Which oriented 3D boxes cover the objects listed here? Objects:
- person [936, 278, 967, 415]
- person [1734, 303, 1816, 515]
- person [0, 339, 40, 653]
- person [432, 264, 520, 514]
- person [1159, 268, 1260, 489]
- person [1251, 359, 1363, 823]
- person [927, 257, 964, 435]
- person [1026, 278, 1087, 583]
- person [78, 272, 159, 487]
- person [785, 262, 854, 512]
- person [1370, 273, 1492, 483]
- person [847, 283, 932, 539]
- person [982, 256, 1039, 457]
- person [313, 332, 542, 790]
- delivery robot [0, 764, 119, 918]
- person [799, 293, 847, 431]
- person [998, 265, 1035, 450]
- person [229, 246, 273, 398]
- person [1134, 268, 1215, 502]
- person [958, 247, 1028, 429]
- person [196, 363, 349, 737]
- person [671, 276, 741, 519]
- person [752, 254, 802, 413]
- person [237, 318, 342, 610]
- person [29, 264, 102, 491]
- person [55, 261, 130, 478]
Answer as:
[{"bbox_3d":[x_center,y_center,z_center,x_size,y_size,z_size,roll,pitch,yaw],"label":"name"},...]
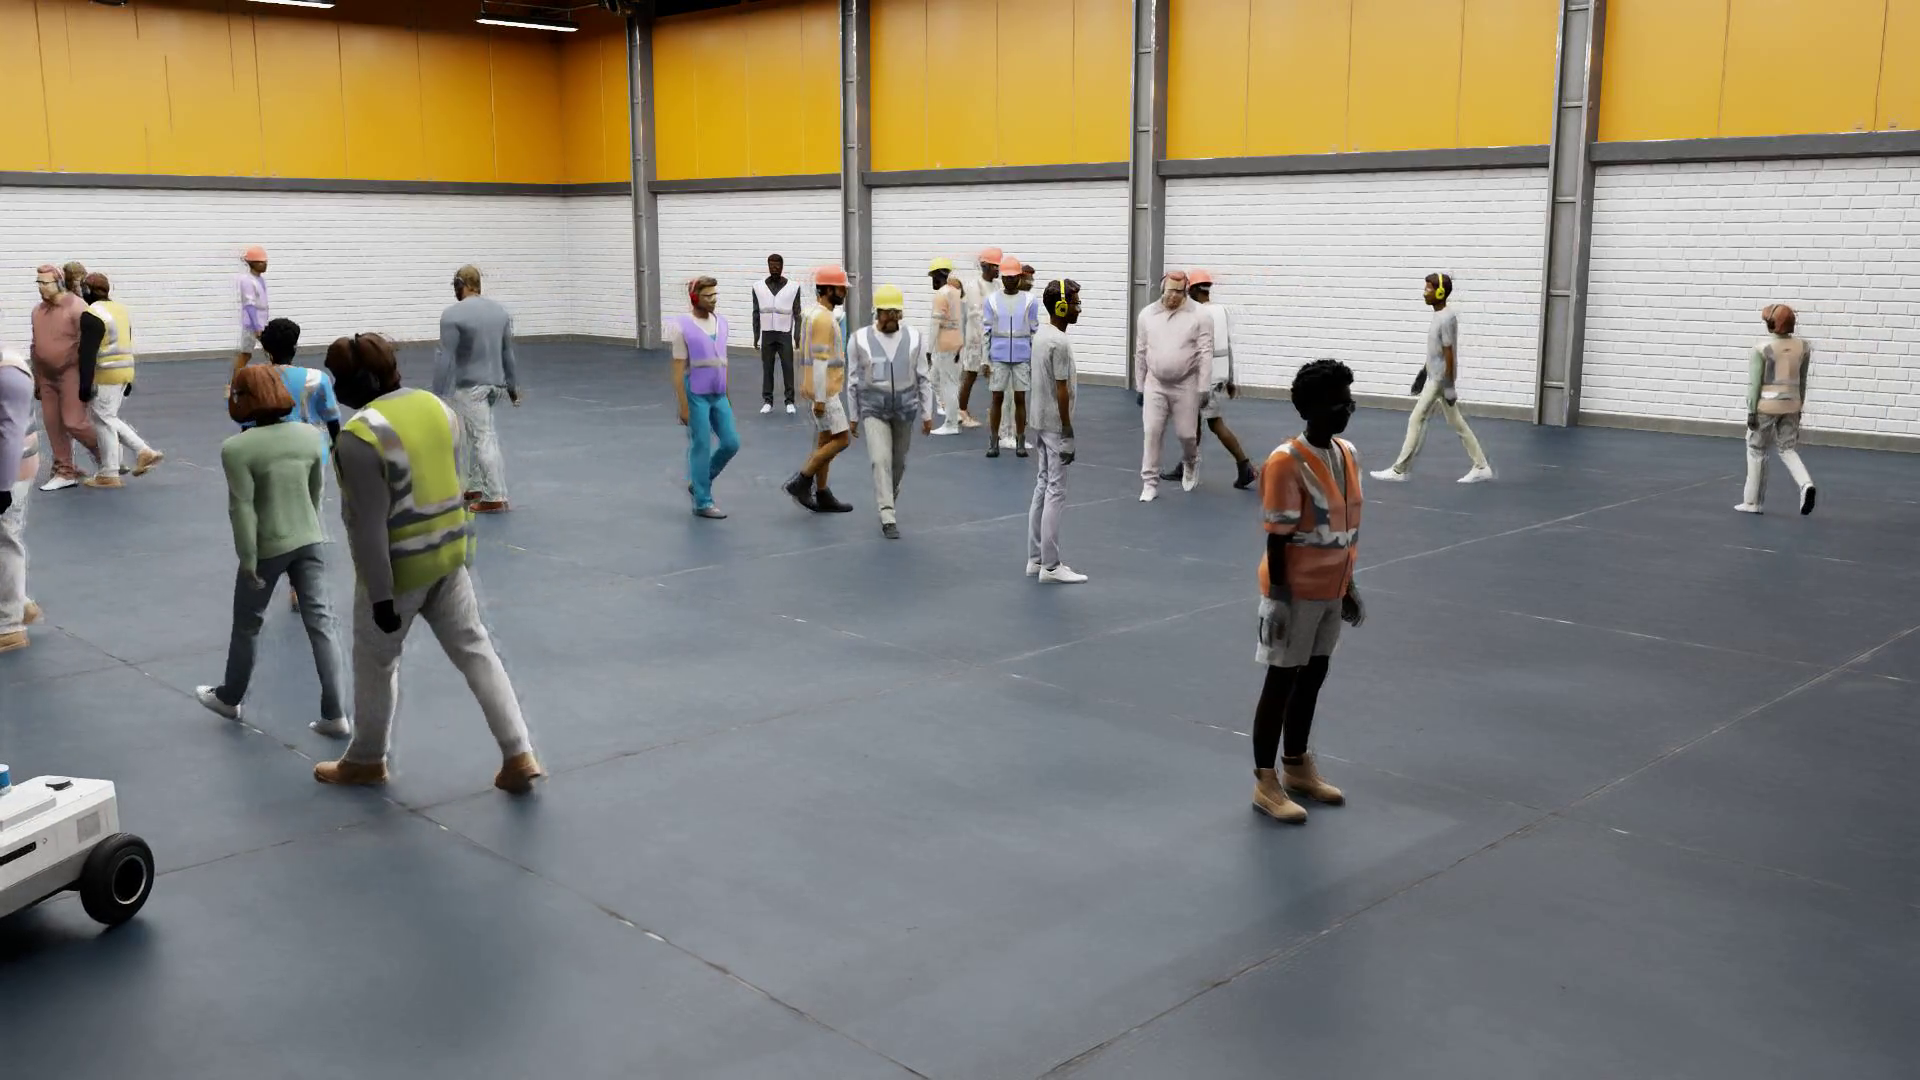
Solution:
[{"bbox_3d":[-0.087,-2.304,19.857,0.524,1.624,0.313,-8,13,-39],"label":"person"},{"bbox_3d":[6.202,-0.970,12.562,0.518,1.621,0.624,-2,11,-9],"label":"person"},{"bbox_3d":[-4.973,-0.335,8.533,0.680,1.831,0.452,9,13,39],"label":"person"},{"bbox_3d":[-3.772,-1.160,12.835,0.737,1.898,0.759,5,12,27],"label":"person"},{"bbox_3d":[2.168,-1.376,14.136,0.992,1.872,0.590,8,13,37],"label":"person"},{"bbox_3d":[1.287,0.180,6.124,0.327,1.693,0.570,10,14,42],"label":"person"},{"bbox_3d":[-0.174,-2.066,17.778,0.416,1.901,0.613,1,10,8],"label":"person"},{"bbox_3d":[0.590,-0.670,10.267,0.310,1.868,0.532,-3,11,-15],"label":"person"},{"bbox_3d":[-7.209,-1.354,14.113,0.505,1.824,0.650,-1,10,-6],"label":"person"},{"bbox_3d":[-1.029,-1.146,12.709,0.467,1.924,0.542,-1,10,-7],"label":"person"},{"bbox_3d":[4.130,-1.375,14.298,1.018,1.814,0.506,3,11,17],"label":"person"},{"bbox_3d":[-0.513,-0.954,12.022,0.603,1.799,0.881,-2,11,-13],"label":"person"},{"bbox_3d":[0.485,-1.753,15.983,0.550,1.935,0.376,0,10,0],"label":"person"},{"bbox_3d":[-2.038,0.103,6.303,0.947,1.787,0.712,4,11,22],"label":"person"},{"bbox_3d":[-2.872,0.914,4.960,0.477,0.478,0.707,2,11,12],"label":"delivery robot"},{"bbox_3d":[-1.487,-1.989,18.172,0.519,1.608,0.760,-2,10,-8],"label":"person"},{"bbox_3d":[0.613,-1.807,16.529,0.657,1.841,0.538,7,13,35],"label":"person"},{"bbox_3d":[-8.982,-2.764,21.374,1.062,1.980,0.632,0,10,2],"label":"person"},{"bbox_3d":[1.742,-1.261,13.482,0.678,1.879,0.658,3,11,18],"label":"person"},{"bbox_3d":[0.349,-2.191,18.202,0.943,1.999,0.619,7,13,35],"label":"person"},{"bbox_3d":[-2.966,0.040,7.153,0.852,1.592,0.505,7,13,34],"label":"person"},{"bbox_3d":[-1.918,-1.068,12.527,0.438,1.830,0.608,7,12,33],"label":"person"},{"bbox_3d":[-2.195,-2.479,20.026,0.590,1.910,0.385,0,10,2],"label":"person"},{"bbox_3d":[-3.880,-0.461,9.705,0.551,1.649,0.887,-1,10,-6],"label":"person"},{"bbox_3d":[-7.508,-1.369,14.002,0.663,1.892,0.549,5,11,23],"label":"person"},{"bbox_3d":[-7.605,-1.464,14.508,0.947,1.891,0.651,3,11,14],"label":"person"}]
